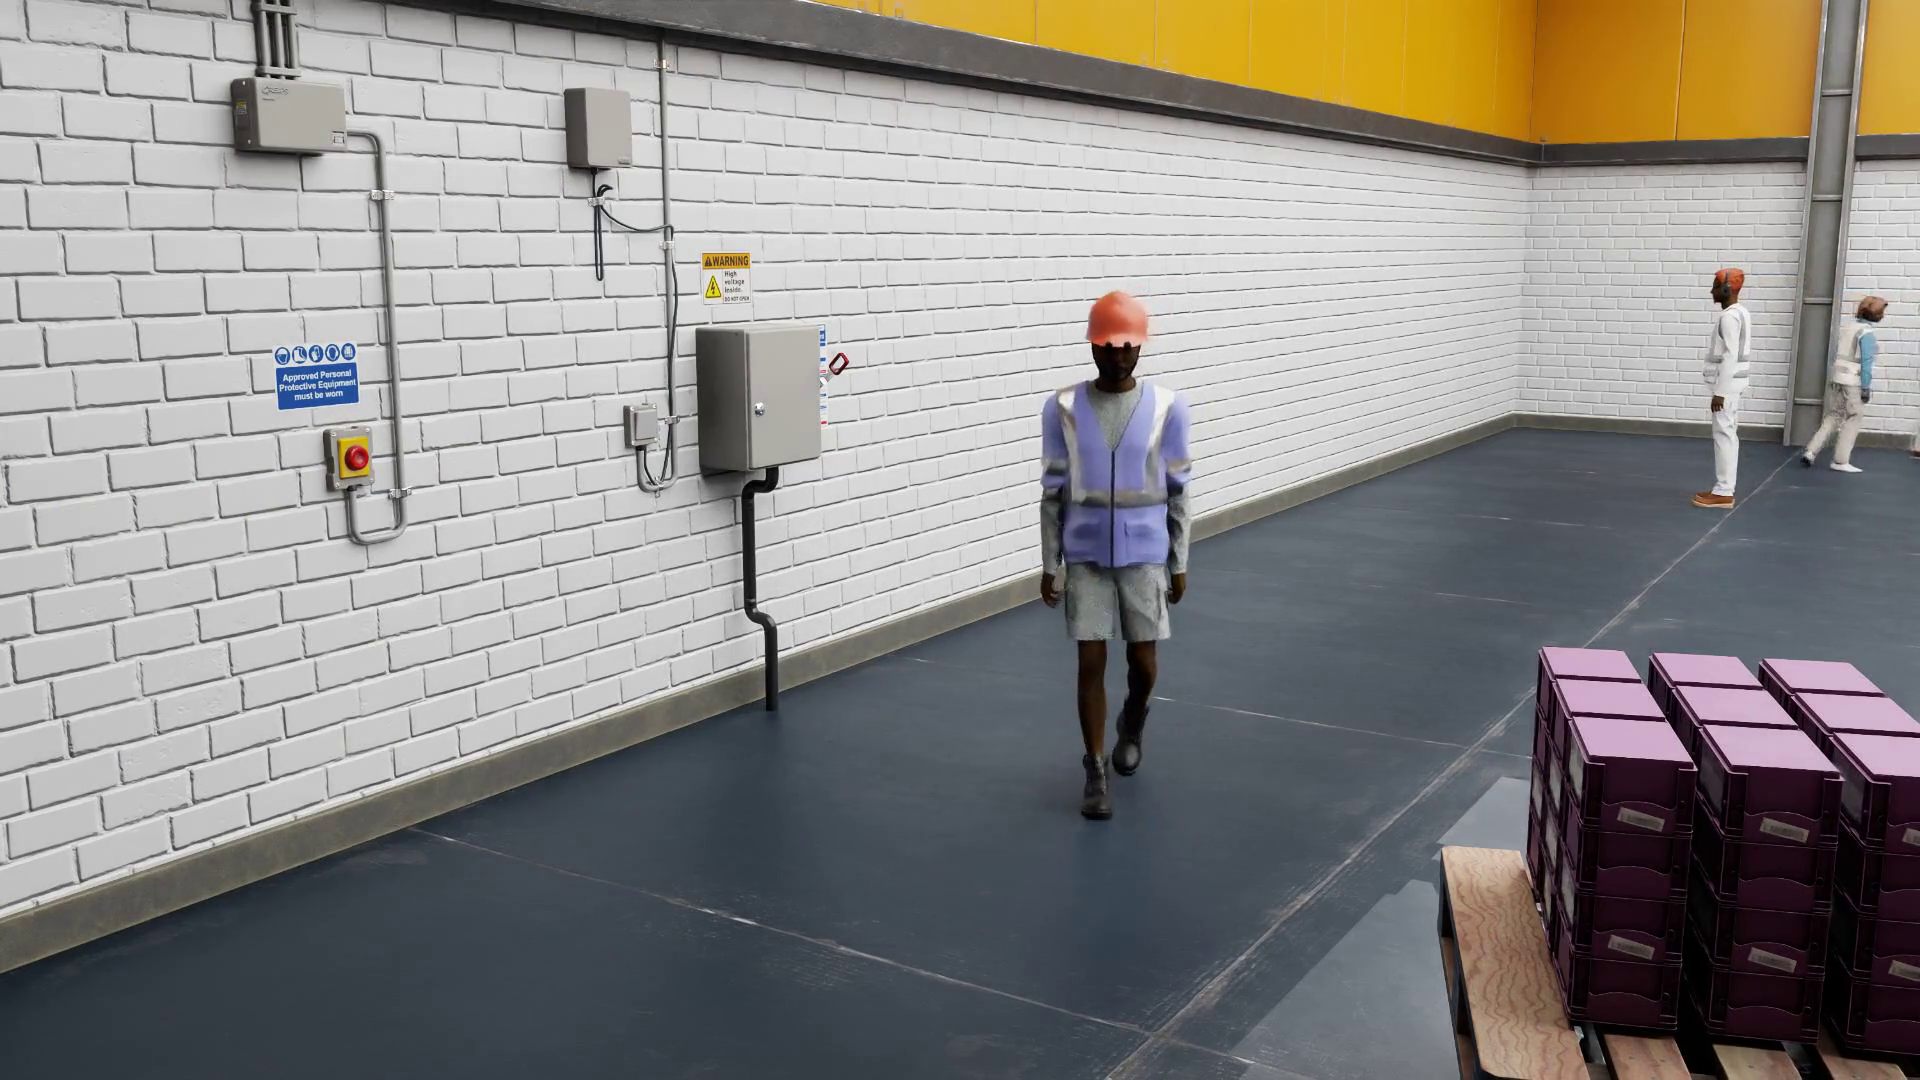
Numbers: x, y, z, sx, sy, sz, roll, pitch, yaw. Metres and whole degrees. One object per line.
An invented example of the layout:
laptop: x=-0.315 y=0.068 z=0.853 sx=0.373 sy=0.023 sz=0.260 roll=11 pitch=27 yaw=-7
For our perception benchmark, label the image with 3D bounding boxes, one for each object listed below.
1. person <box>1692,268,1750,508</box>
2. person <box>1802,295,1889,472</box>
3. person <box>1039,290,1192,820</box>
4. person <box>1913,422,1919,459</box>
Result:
person: x=6.028 y=-1.193 z=13.114 sx=0.337 sy=1.882 sz=0.584 roll=6 pitch=12 yaw=30
person: x=8.021 y=-1.412 z=15.082 sx=0.562 sy=1.607 sz=0.571 roll=2 pitch=10 yaw=11
person: x=0.574 y=0.037 z=6.190 sx=0.555 sy=1.926 sz=0.584 roll=1 pitch=10 yaw=8
person: x=9.371 y=-1.547 z=15.816 sx=0.474 sy=1.615 sz=0.515 roll=8 pitch=13 yaw=37
